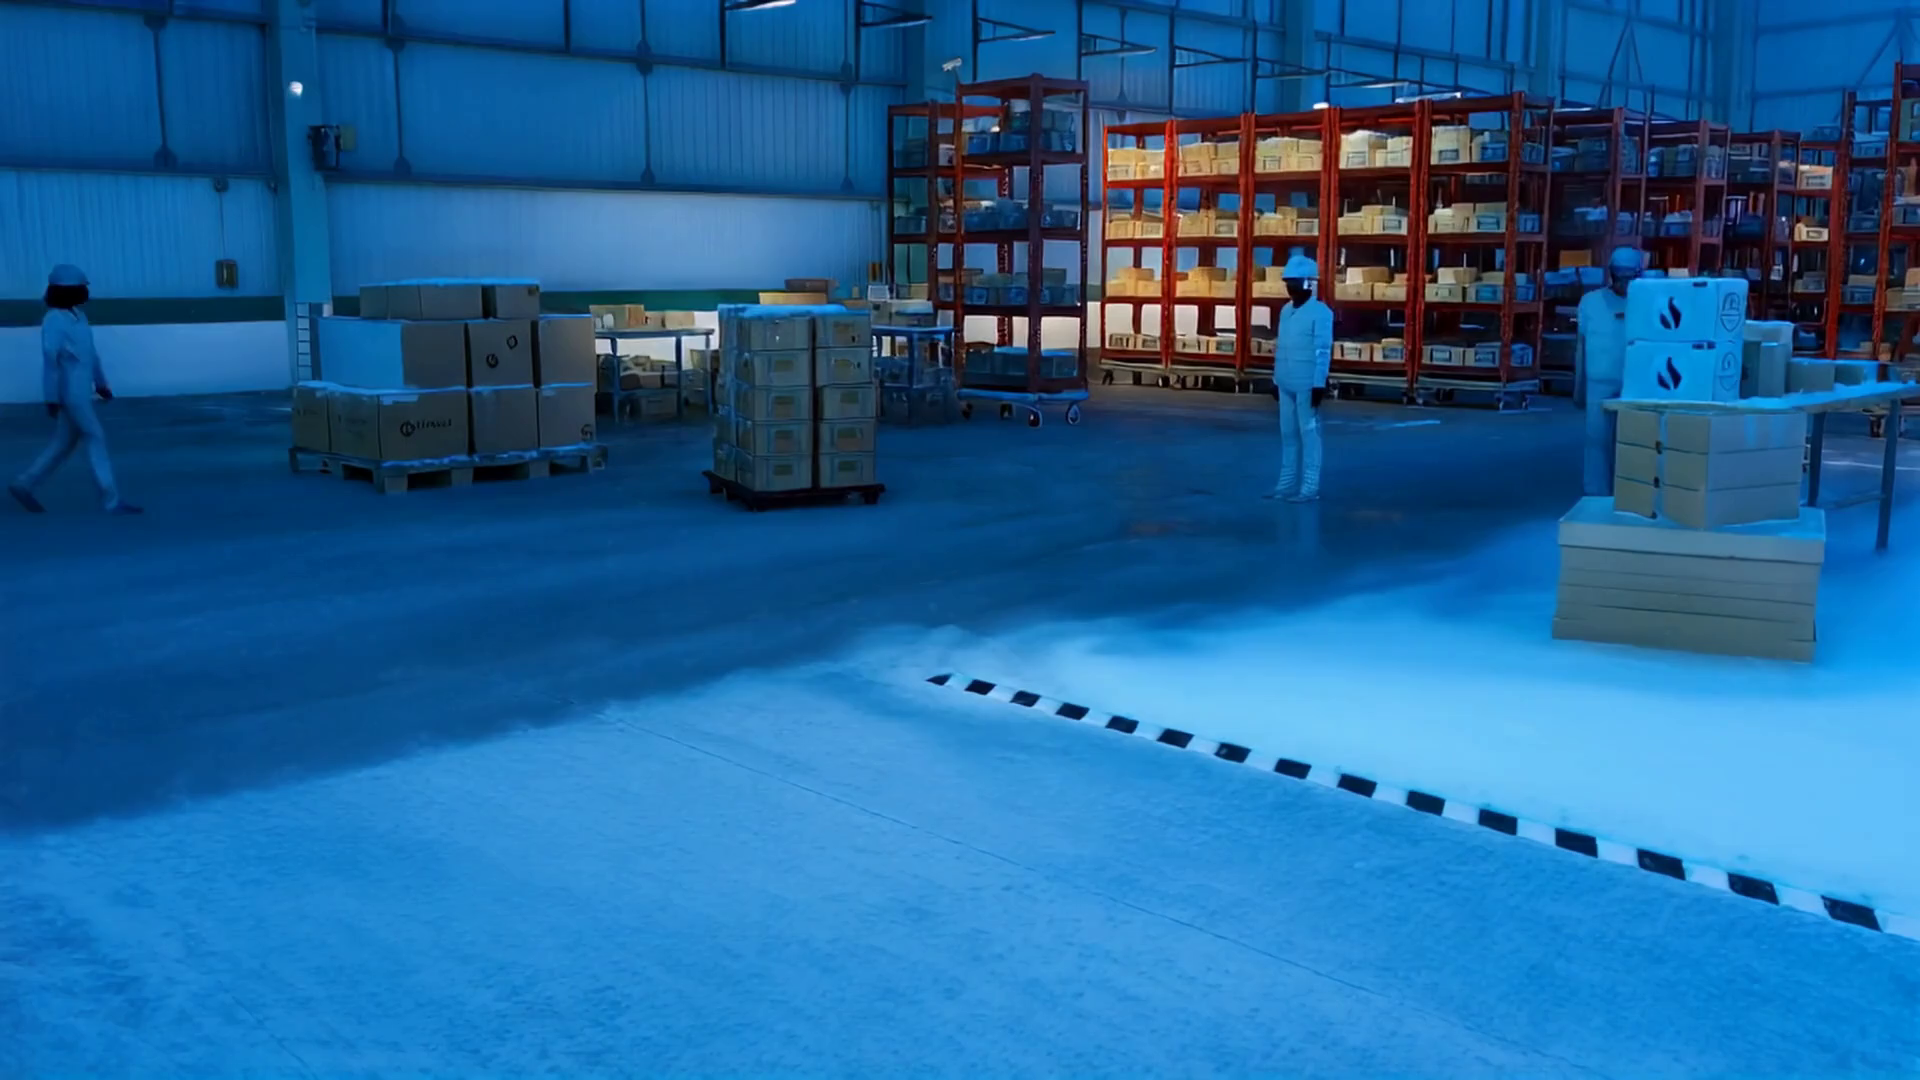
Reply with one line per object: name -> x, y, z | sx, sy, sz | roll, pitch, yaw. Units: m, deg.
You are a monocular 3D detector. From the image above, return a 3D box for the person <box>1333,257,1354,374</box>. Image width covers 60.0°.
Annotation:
person -> 5.820, -3.466, 25.681 | 0.580, 1.805, 0.772 | -7, 12, -37

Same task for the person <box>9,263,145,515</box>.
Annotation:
person -> -6.010, -1.001, 11.149 | 0.852, 1.710, 0.498 | -1, 10, -8

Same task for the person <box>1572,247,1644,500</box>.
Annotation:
person -> 4.303, -1.001, 10.881 | 0.594, 1.789, 0.970 | 5, 11, 28

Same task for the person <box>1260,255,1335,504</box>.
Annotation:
person -> 2.396, -1.133, 11.805 | 0.326, 1.752, 0.561 | -5, 11, -26
